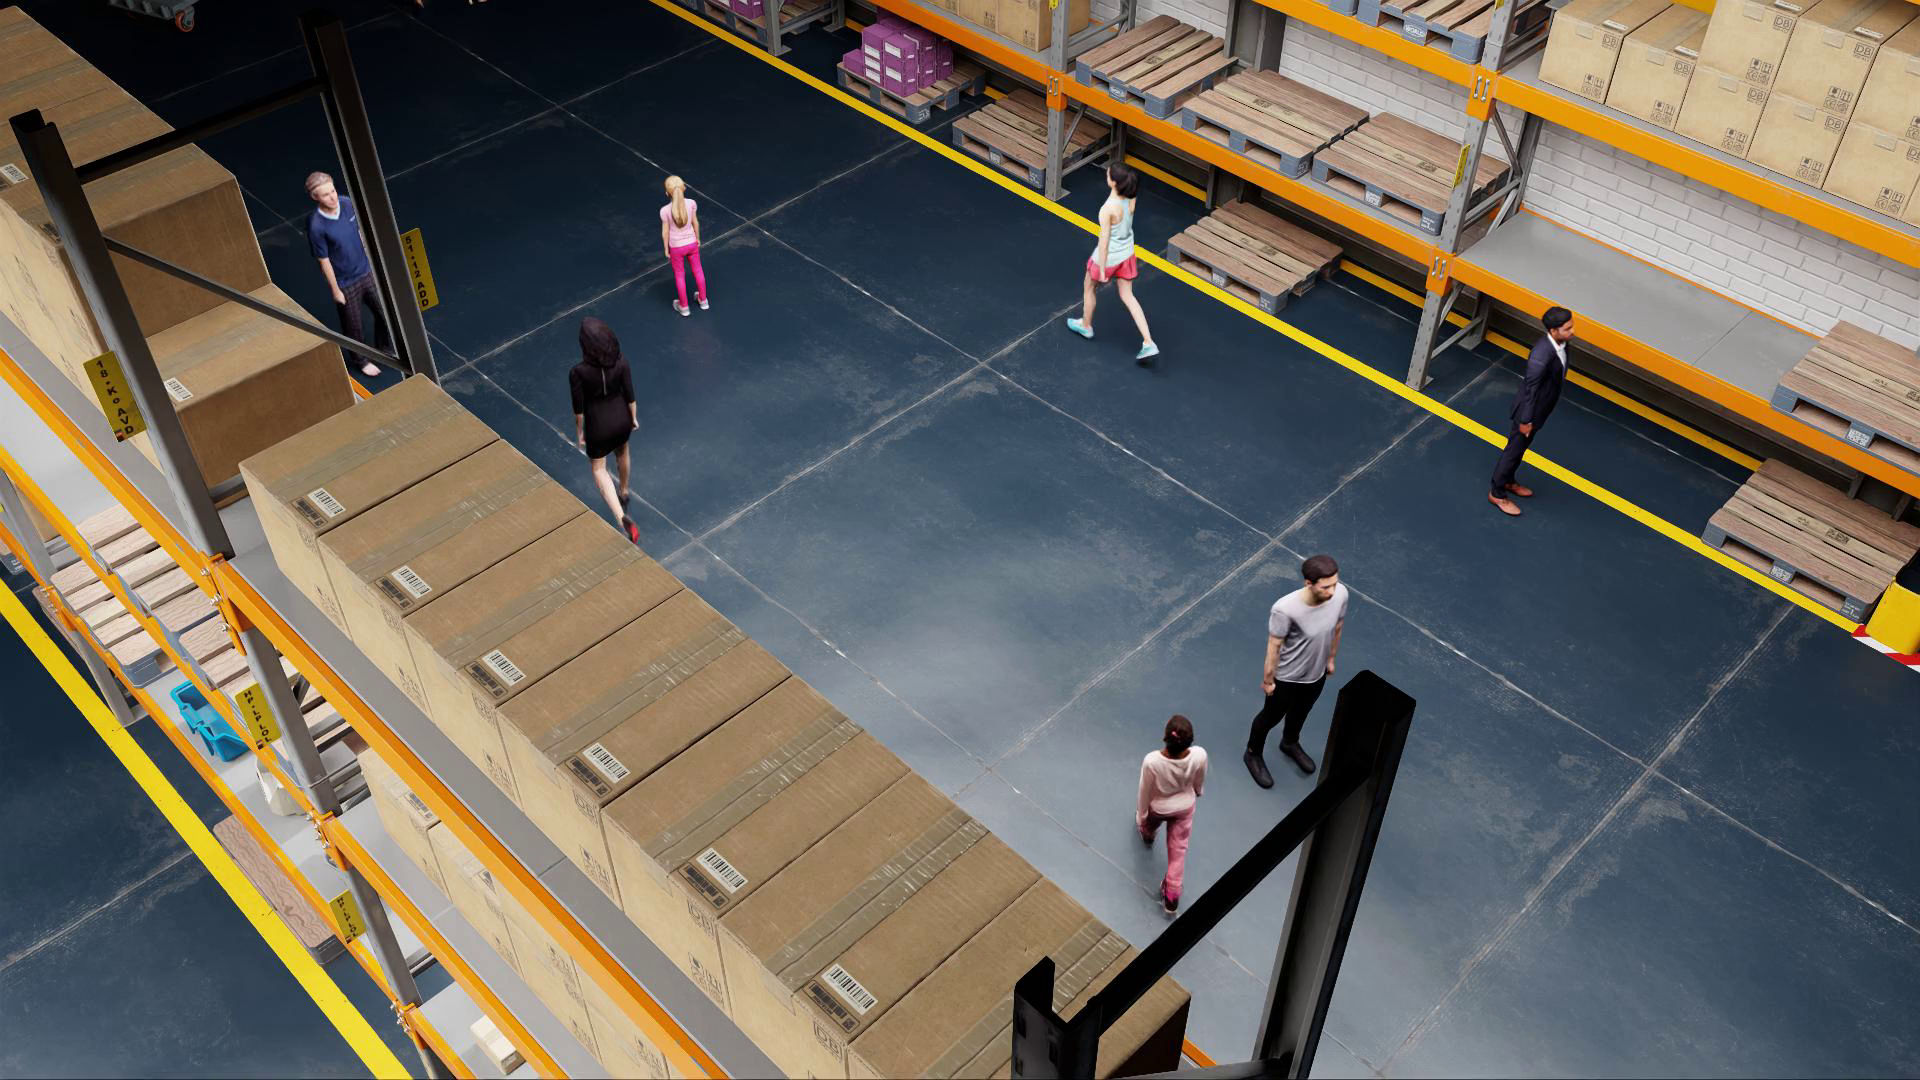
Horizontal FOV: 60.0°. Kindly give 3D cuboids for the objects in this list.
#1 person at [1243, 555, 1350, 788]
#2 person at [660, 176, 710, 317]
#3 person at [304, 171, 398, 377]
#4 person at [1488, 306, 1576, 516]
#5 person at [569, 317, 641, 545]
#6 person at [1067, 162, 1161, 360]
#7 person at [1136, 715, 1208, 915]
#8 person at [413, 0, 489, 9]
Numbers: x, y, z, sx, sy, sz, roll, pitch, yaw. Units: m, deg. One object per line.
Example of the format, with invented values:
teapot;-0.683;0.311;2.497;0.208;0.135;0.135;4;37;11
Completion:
person;2.037;0.758;10.059;0.718;1.860;0.672;-17;46;-17
person;-2.309;-2.470;13.876;0.529;1.271;0.553;-21;47;-20
person;-4.855;-2.096;13.060;0.775;1.853;0.748;24;49;23
person;4.112;-0.959;11.958;0.590;1.727;0.666;26;49;24
person;-2.451;-0.734;11.684;0.795;1.780;1.074;-20;47;-20
person;1.297;-2.198;13.257;0.652;1.730;1.188;-30;51;-27
person;1.219;1.562;9.541;0.959;1.412;1.056;-3;44;-3
person;-5.605;-6.495;17.714;0.846;1.804;1.096;-22;48;-21
